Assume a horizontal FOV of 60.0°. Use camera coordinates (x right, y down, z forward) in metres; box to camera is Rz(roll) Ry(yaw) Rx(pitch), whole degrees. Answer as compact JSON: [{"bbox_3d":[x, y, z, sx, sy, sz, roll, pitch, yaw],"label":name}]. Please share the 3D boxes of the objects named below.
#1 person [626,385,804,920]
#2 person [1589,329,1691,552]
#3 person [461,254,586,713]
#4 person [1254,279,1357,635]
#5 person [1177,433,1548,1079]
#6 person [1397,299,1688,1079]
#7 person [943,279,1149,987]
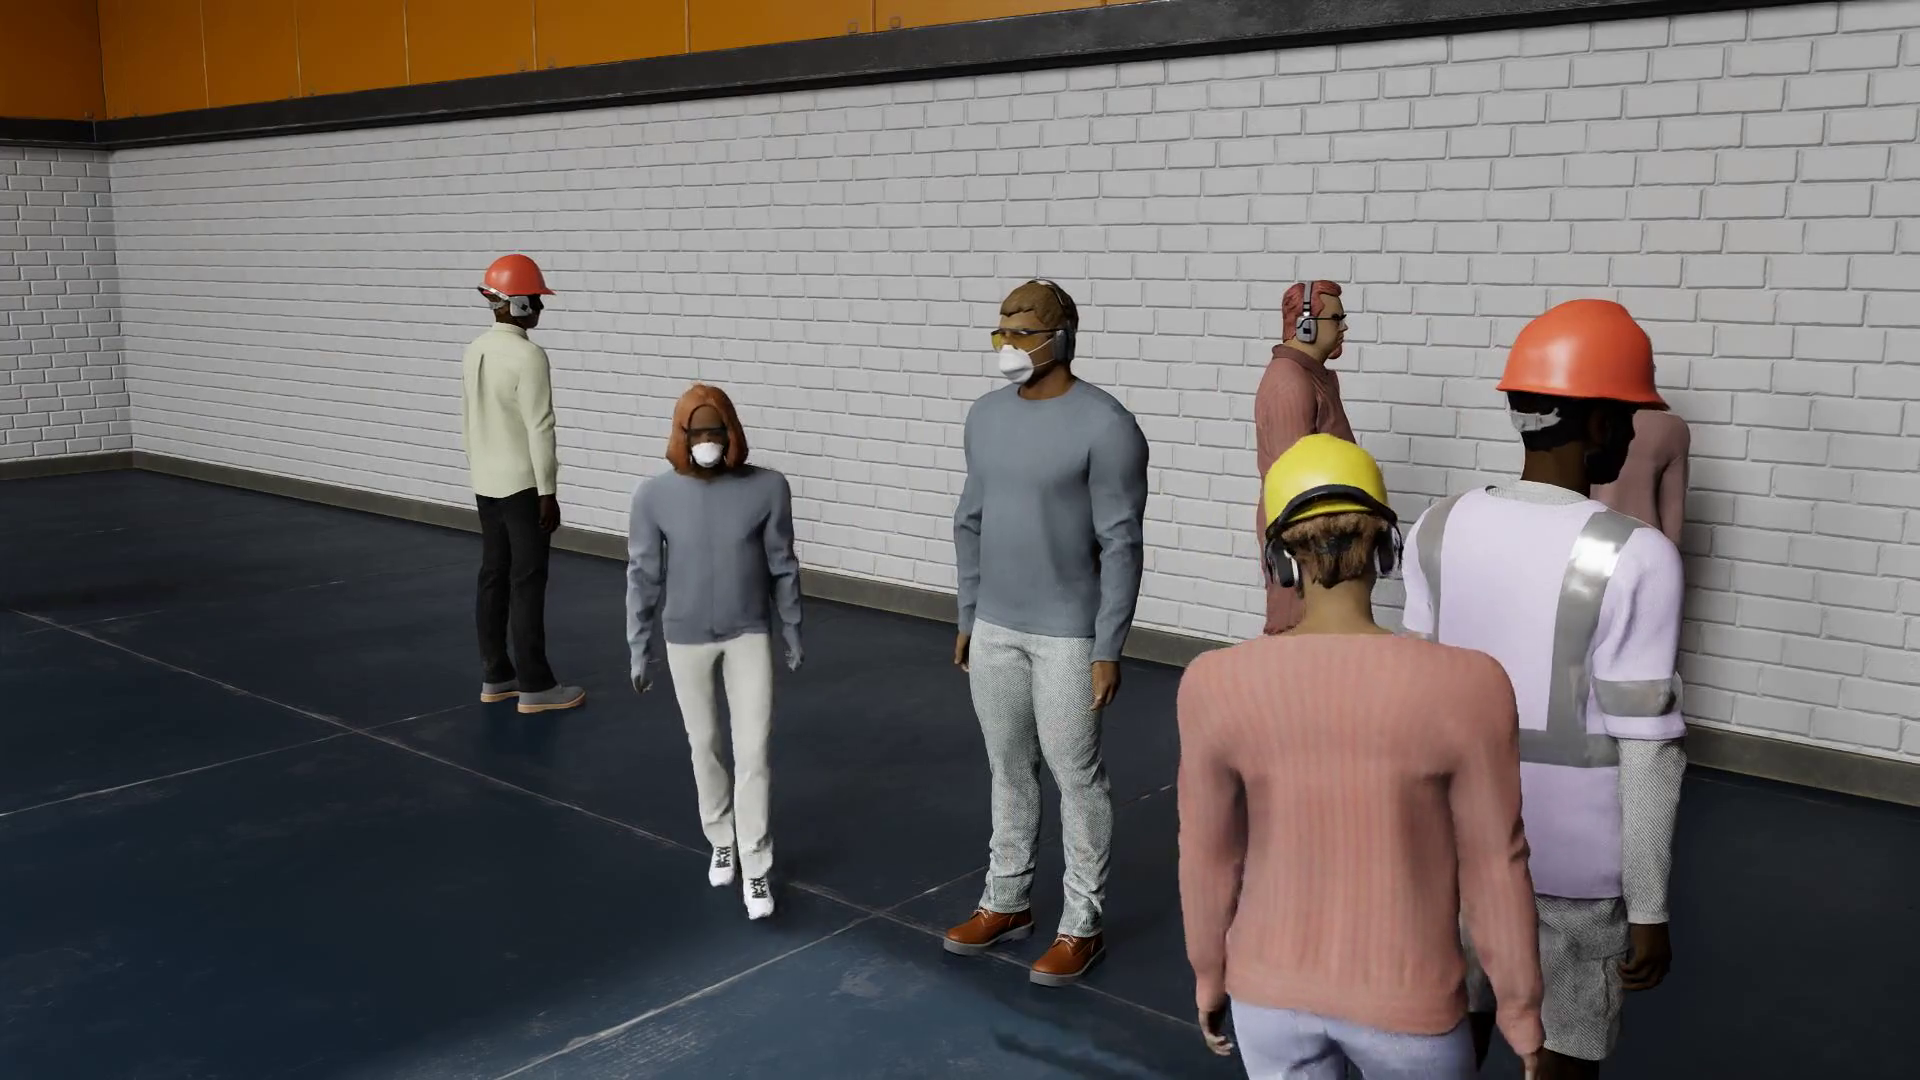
[{"bbox_3d":[-0.744,0.339,5.066,0.536,1.601,0.711,-1,10,-6],"label":"person"},{"bbox_3d":[2.342,0.098,6.001,0.524,1.769,0.316,-1,10,-7],"label":"person"},{"bbox_3d":[-1.940,-0.247,7.315,0.613,1.994,0.395,10,14,44],"label":"person"},{"bbox_3d":[1.284,-0.001,6.166,0.410,1.909,0.643,2,10,9],"label":"person"},{"bbox_3d":[0.607,0.712,2.578,0.590,1.729,0.479,4,11,24],"label":"person"},{"bbox_3d":[1.045,0.543,2.991,0.377,1.932,0.551,-7,12,-34],"label":"person"},{"bbox_3d":[0.223,0.254,4.625,0.630,1.940,0.372,9,13,42],"label":"person"}]
